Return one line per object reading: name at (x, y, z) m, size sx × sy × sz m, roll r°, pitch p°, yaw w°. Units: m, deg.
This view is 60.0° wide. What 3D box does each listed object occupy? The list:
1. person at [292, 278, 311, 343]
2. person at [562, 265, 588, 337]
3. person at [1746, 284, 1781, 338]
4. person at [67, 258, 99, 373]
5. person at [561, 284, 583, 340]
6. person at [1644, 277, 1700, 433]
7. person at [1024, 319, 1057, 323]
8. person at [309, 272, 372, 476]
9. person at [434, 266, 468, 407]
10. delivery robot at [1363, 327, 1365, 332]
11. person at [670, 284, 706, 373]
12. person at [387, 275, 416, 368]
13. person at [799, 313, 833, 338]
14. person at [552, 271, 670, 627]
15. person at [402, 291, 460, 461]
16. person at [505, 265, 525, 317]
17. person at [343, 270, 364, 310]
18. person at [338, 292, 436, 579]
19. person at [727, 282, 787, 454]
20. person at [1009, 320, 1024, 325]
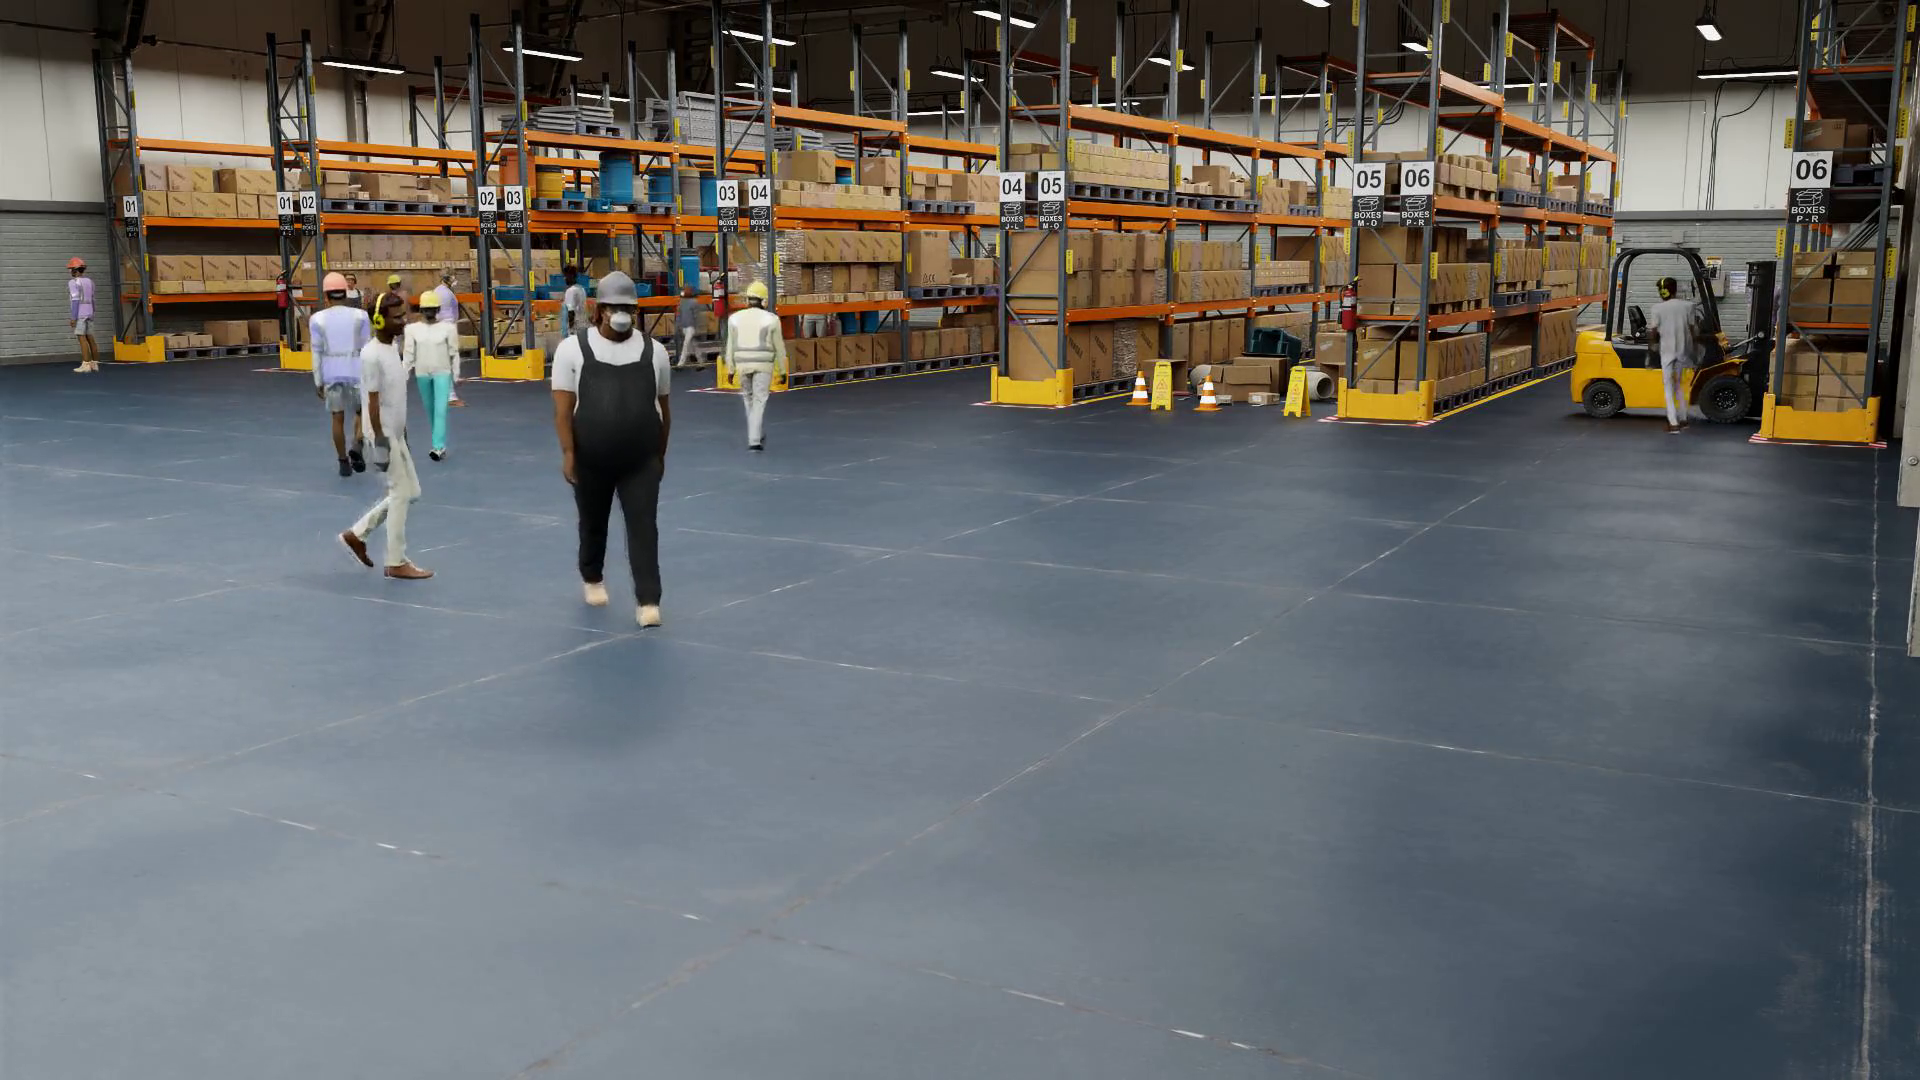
person at (-13.711, -4.618, 34.496) m, size 0.493 × 1.624 × 0.280 m, roll -1°, pitch 10°, yaw -4°
person at (-6.136, -3.424, 26.601) m, size 0.459 × 1.937 × 0.608 m, roll 2°, pitch 10°, yaw 12°
person at (13.944, -3.793, 28.810) m, size 0.585 × 1.921 × 0.392 m, roll 5°, pitch 11°, yaw 27°
person at (-15.693, -4.006, 29.688) m, size 0.379 × 2.041 × 0.616 m, roll 1°, pitch 10°, yaw 5°
person at (-6.197, -3.270, 26.591) m, size 0.504 × 1.623 × 0.530 m, roll 6°, pitch 11°, yaw 31°
person at (8.376, -2.173, 19.570) m, size 0.536 × 1.830 × 0.534 m, roll 0°, pitch 10°, yaw -2°
person at (1.296, -3.546, 27.035) m, size 0.606 × 2.035 × 0.403 m, roll 5°, pitch 11°, yaw 28°
person at (-5.767, -1.536, 15.555) m, size 0.572 × 1.923 × 0.550 m, roll -3°, pitch 10°, yaw -17°
person at (-7.048, -2.791, 22.894) m, size 0.372 × 1.934 × 0.627 m, roll -5°, pitch 11°, yaw -28°
delivery robot at (9.197, -4.653, 37.549) m, size 0.707 × 0.478 × 0.477 m, roll -2°, pitch 10°, yaw -11°
person at (-4.857, -3.761, 29.579) m, size 0.515 × 1.577 × 0.879 m, roll 9°, pitch 13°, yaw 42°
person at (-10.375, -4.006, 30.622) m, size 0.516 × 1.714 × 0.884 m, roll 7°, pitch 12°, yaw 35°
person at (-2.565, -3.914, 29.495) m, size 0.629 × 1.931 × 0.375 m, roll 0°, pitch 10°, yaw -1°
person at (-1.996, -0.571, 9.584) m, size 0.675 × 2.000 × 1.011 m, roll -3°, pitch 10°, yaw -17°
person at (-5.398, -1.668, 16.959) m, size 0.543 × 1.711 × 0.943 m, roll 0°, pitch 10°, yaw -2°
person at (-9.795, -5.116, 36.660) m, size 0.583 × 1.878 × 0.338 m, roll 5°, pitch 11°, yaw 29°
person at (-9.736, -3.382, 26.613) m, size 0.336 × 1.845 × 0.514 m, roll 9°, pitch 13°, yaw 42°
person at (-3.696, -0.659, 10.655) m, size 0.533 × 1.851 × 0.538 m, roll -1°, pitch 10°, yaw -4°
person at (-2.124, -1.833, 17.692) m, size 0.617 × 1.789 × 0.874 m, roll 3°, pitch 10°, yaw 16°
person at (1.049, -3.780, 28.707) m, size 0.577 × 1.921 × 0.401 m, roll 8°, pitch 12°, yaw 38°
